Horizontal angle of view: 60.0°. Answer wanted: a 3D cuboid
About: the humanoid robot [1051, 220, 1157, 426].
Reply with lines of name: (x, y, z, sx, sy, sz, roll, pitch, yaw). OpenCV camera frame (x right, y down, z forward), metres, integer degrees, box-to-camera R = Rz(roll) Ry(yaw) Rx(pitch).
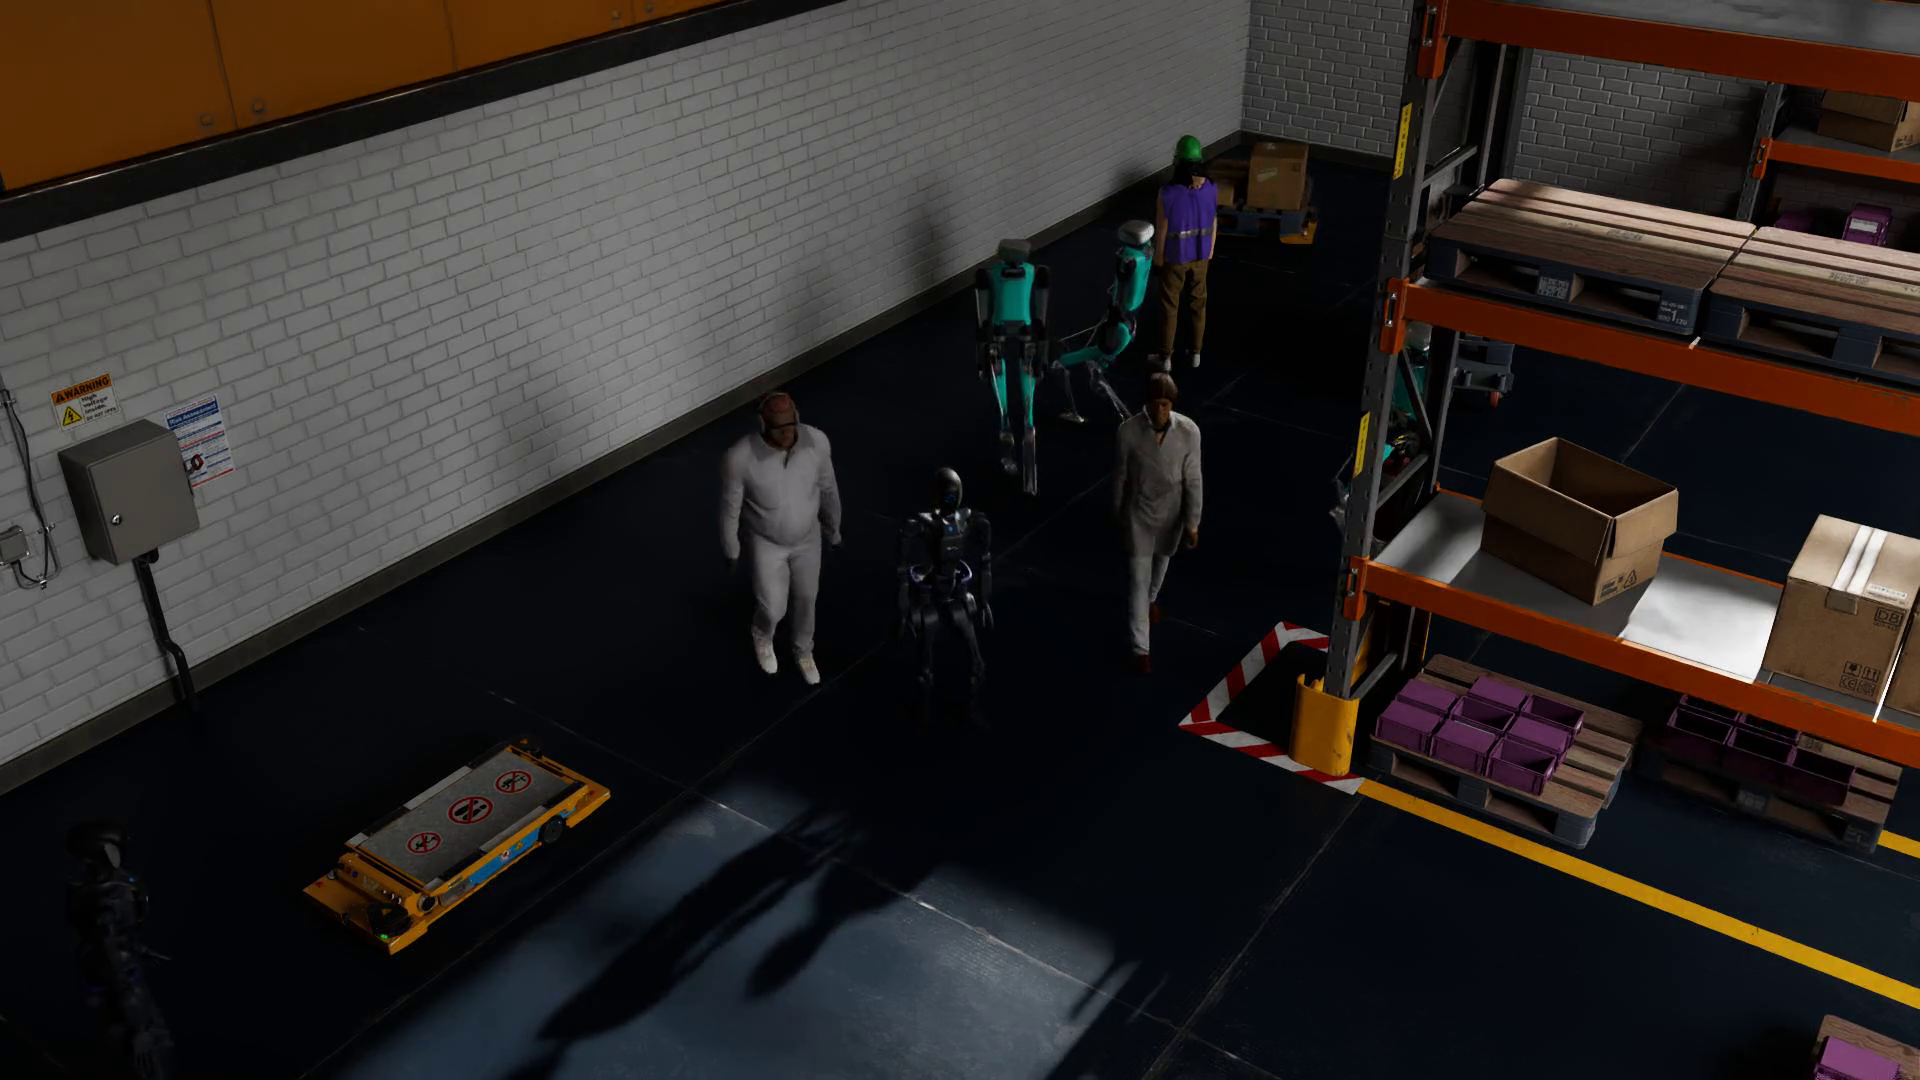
humanoid robot: (0.986, -1.560, 12.297, 0.950, 1.740, 0.564, 14, 33, 23)

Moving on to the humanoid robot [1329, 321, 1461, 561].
humanoid robot: (2.622, -0.440, 10.412, 0.750, 1.863, 0.542, -19, 35, -29)

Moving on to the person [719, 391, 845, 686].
person: (-0.998, 0.000, 9.422, 0.686, 1.886, 0.411, -15, 33, -24)

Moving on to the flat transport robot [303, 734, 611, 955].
flat transport robot: (-2.526, 1.502, 8.434, 0.659, 0.231, 1.431, 19, 35, 30)

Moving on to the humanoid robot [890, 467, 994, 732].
humanoid robot: (-0.101, 0.346, 9.029, 0.584, 1.640, 0.440, -10, 31, -17)

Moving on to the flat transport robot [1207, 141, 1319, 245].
flat transport robot: (2.819, -3.186, 16.567, 1.431, 0.231, 0.659, 8, 31, 14)

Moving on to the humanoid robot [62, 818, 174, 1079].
humanoid robot: (-3.314, 1.762, 6.585, 0.349, 1.643, 0.593, -14, 33, -23)

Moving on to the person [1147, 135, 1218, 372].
person: (1.796, -2.279, 13.330, 0.530, 1.931, 0.409, -9, 31, -15)

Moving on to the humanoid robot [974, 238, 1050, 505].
humanoid robot: (0.374, -1.104, 11.530, 0.530, 1.801, 0.936, -1, 30, -2)

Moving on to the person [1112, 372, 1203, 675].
person: (1.155, -0.143, 9.779, 0.504, 1.782, 0.962, -2, 30, -3)
